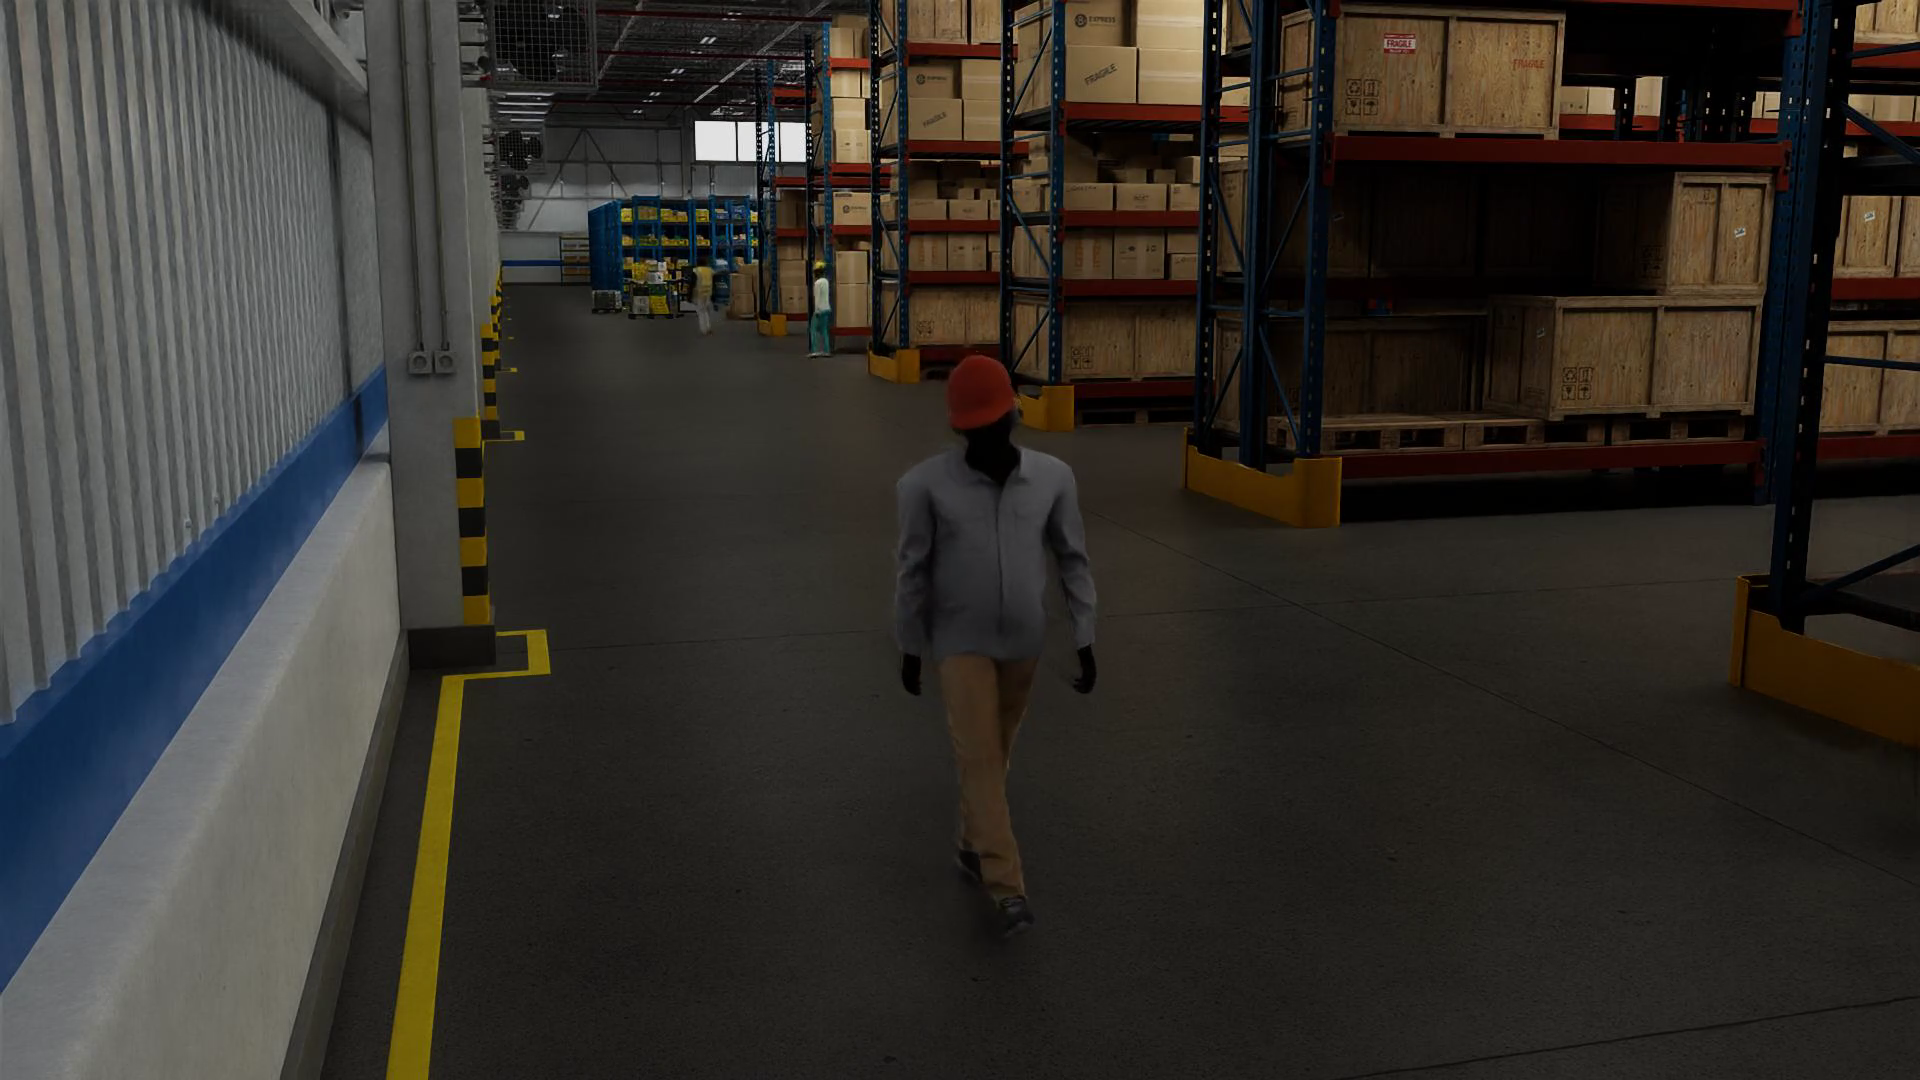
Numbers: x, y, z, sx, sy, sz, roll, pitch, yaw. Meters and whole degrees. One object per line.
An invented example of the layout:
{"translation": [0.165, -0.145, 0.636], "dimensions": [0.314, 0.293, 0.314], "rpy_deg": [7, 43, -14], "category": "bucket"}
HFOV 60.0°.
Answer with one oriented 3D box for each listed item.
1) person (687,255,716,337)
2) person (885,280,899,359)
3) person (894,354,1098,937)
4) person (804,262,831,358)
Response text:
{"translation": [-5.809, -5.470, 37.342], "dimensions": [0.471, 1.821, 0.634], "rpy_deg": [10, 14, 43], "category": "person"}
{"translation": [-1.011, -3.840, 27.934], "dimensions": [0.633, 1.896, 1.010], "rpy_deg": [9, 13, 41], "category": "person"}
{"translation": [0.136, 0.307, 4.925], "dimensions": [0.577, 1.697, 0.901], "rpy_deg": [-3, 11, -19], "category": "person"}
{"translation": [-2.581, -4.179, 30.274], "dimensions": [0.464, 1.742, 0.546], "rpy_deg": [4, 11, 23], "category": "person"}
